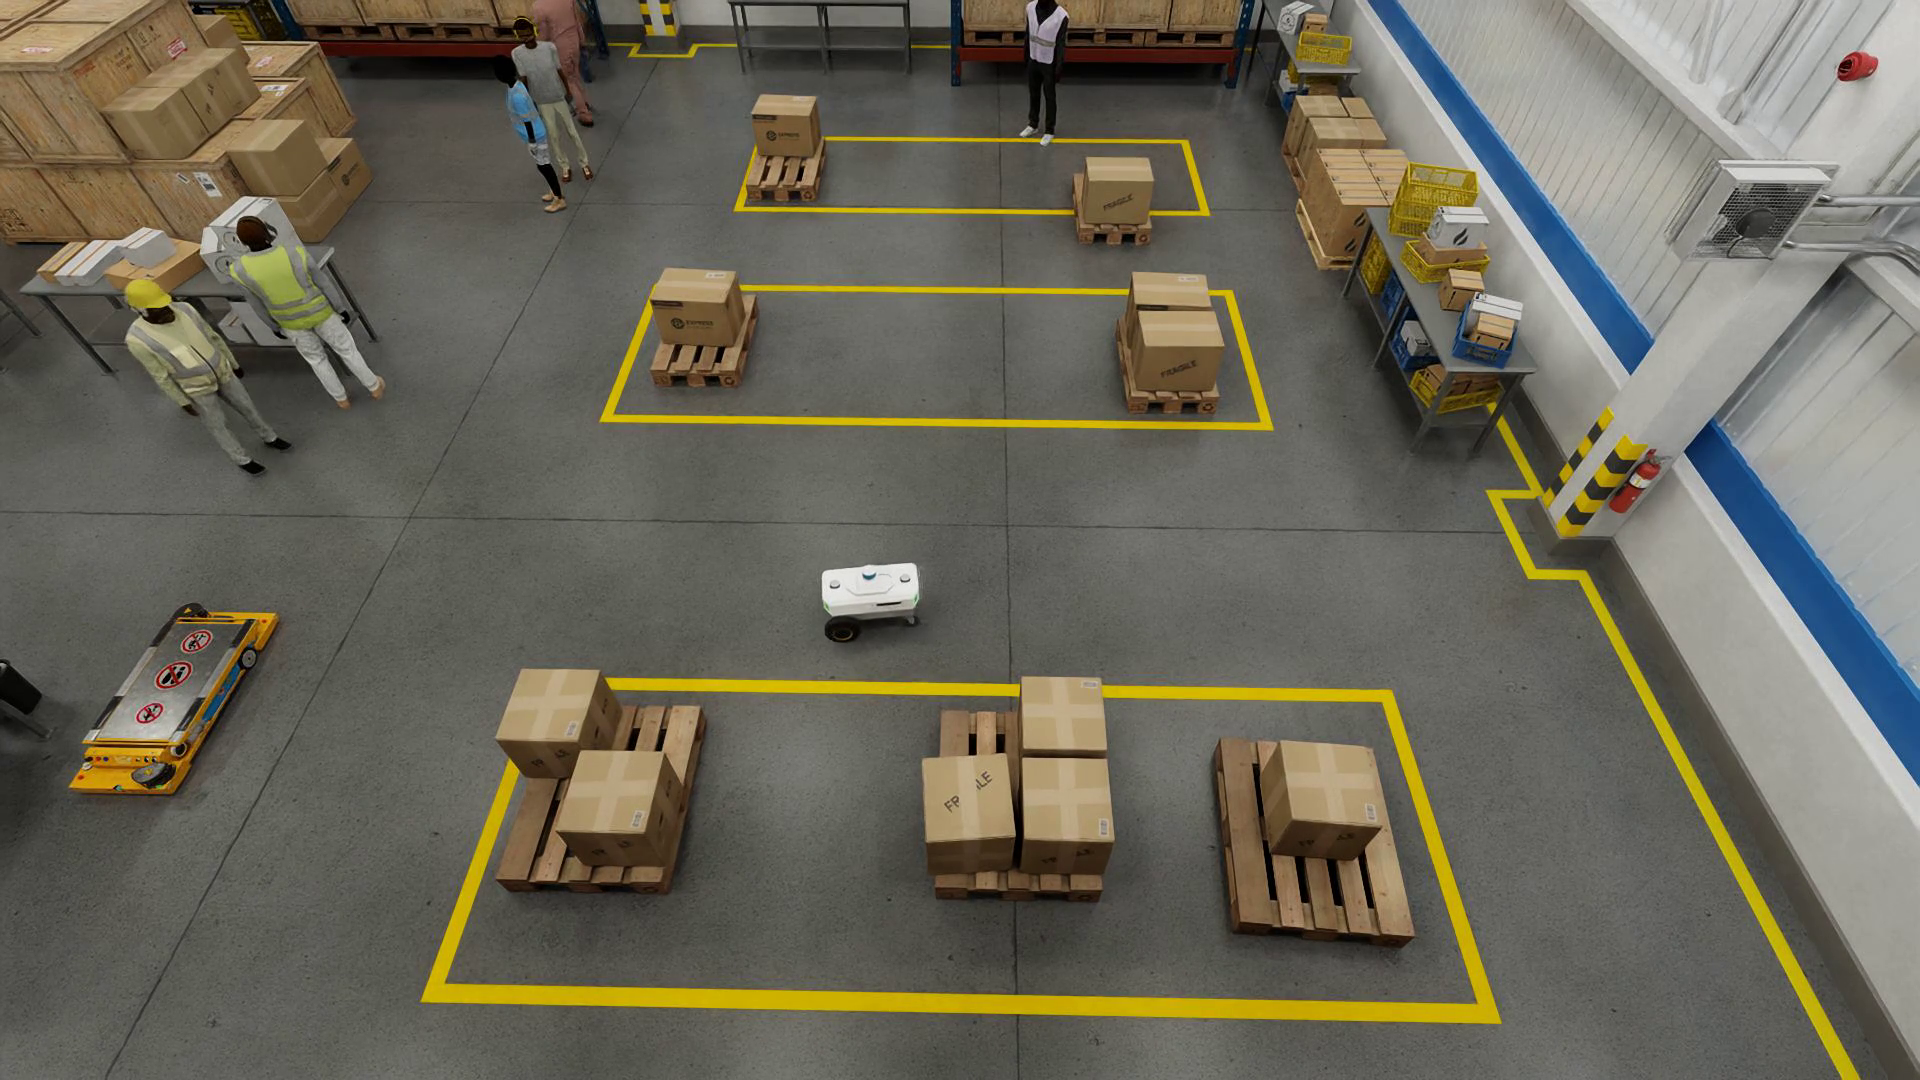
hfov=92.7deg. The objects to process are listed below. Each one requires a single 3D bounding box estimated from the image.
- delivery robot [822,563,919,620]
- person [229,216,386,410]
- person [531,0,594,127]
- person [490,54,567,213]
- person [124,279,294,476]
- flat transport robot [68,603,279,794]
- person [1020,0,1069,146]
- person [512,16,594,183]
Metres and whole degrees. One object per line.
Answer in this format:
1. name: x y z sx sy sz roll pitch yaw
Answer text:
1. delivery robot: -0.657 0.371 6.792 0.707 0.478 0.477 -5 50 -4
2. person: -5.689 -1.953 7.979 0.626 1.843 0.430 -22 53 -18
3. person: -5.104 -6.236 11.587 0.717 1.863 0.677 20 53 16
4. person: -4.803 -4.547 10.274 0.319 1.686 0.542 -21 53 -17
5. person: -6.136 -1.318 7.458 0.403 1.824 0.603 16 52 13
6. flat transport robot: -5.504 1.072 6.442 0.652 0.197 1.431 1 50 1
7. person: 1.028 -5.884 11.263 0.591 1.910 0.380 33 57 25
8. person: -4.728 -5.071 10.614 0.520 1.857 0.331 -16 52 -13
